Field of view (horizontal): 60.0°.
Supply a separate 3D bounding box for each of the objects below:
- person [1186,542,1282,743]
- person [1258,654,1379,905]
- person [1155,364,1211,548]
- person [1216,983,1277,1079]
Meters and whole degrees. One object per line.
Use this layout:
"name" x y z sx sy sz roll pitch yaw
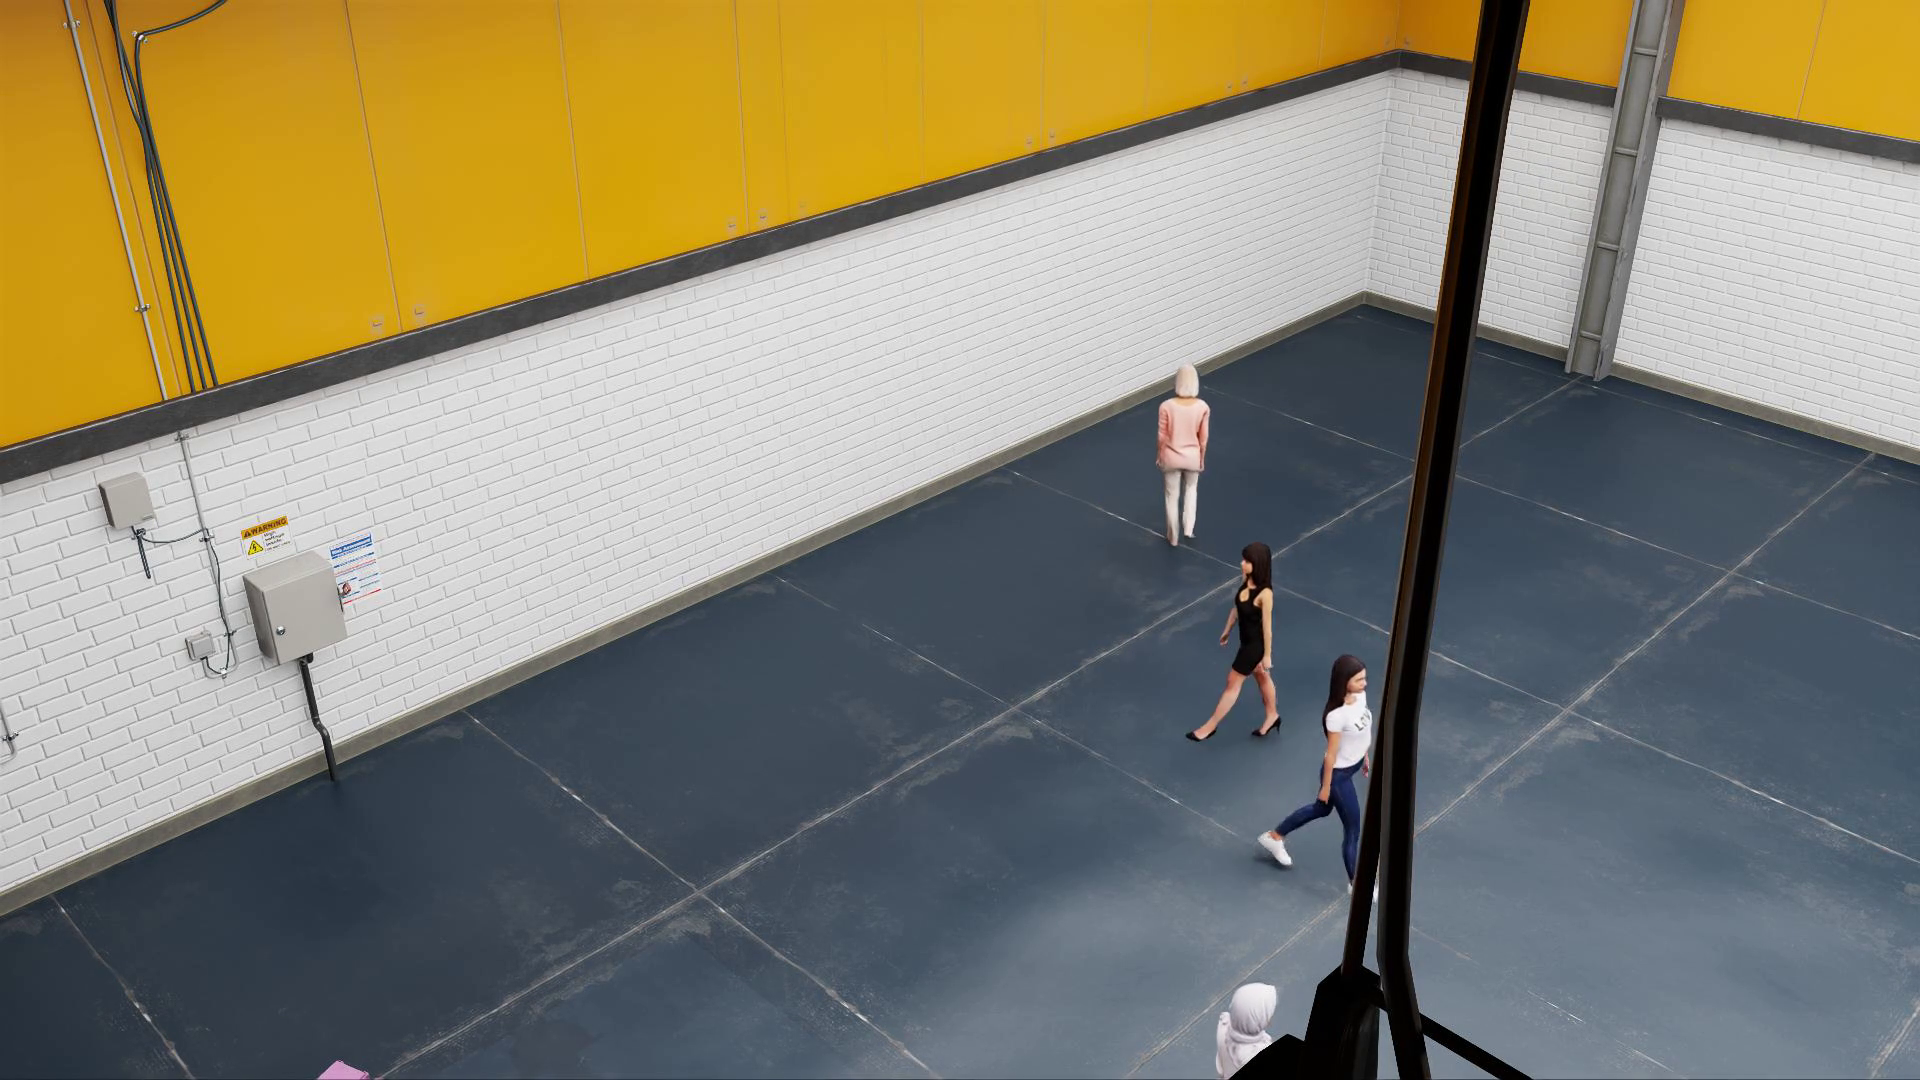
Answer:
"person" 2.192 0.755 11.982 0.968 1.613 1.001 -6 29 -10
"person" 2.320 1.468 10.539 1.198 1.743 0.843 13 31 23
"person" 1.937 -0.690 14.525 0.735 1.715 0.793 -1 29 -2
"person" 1.351 2.829 8.010 0.740 1.776 0.597 -11 31 -19
